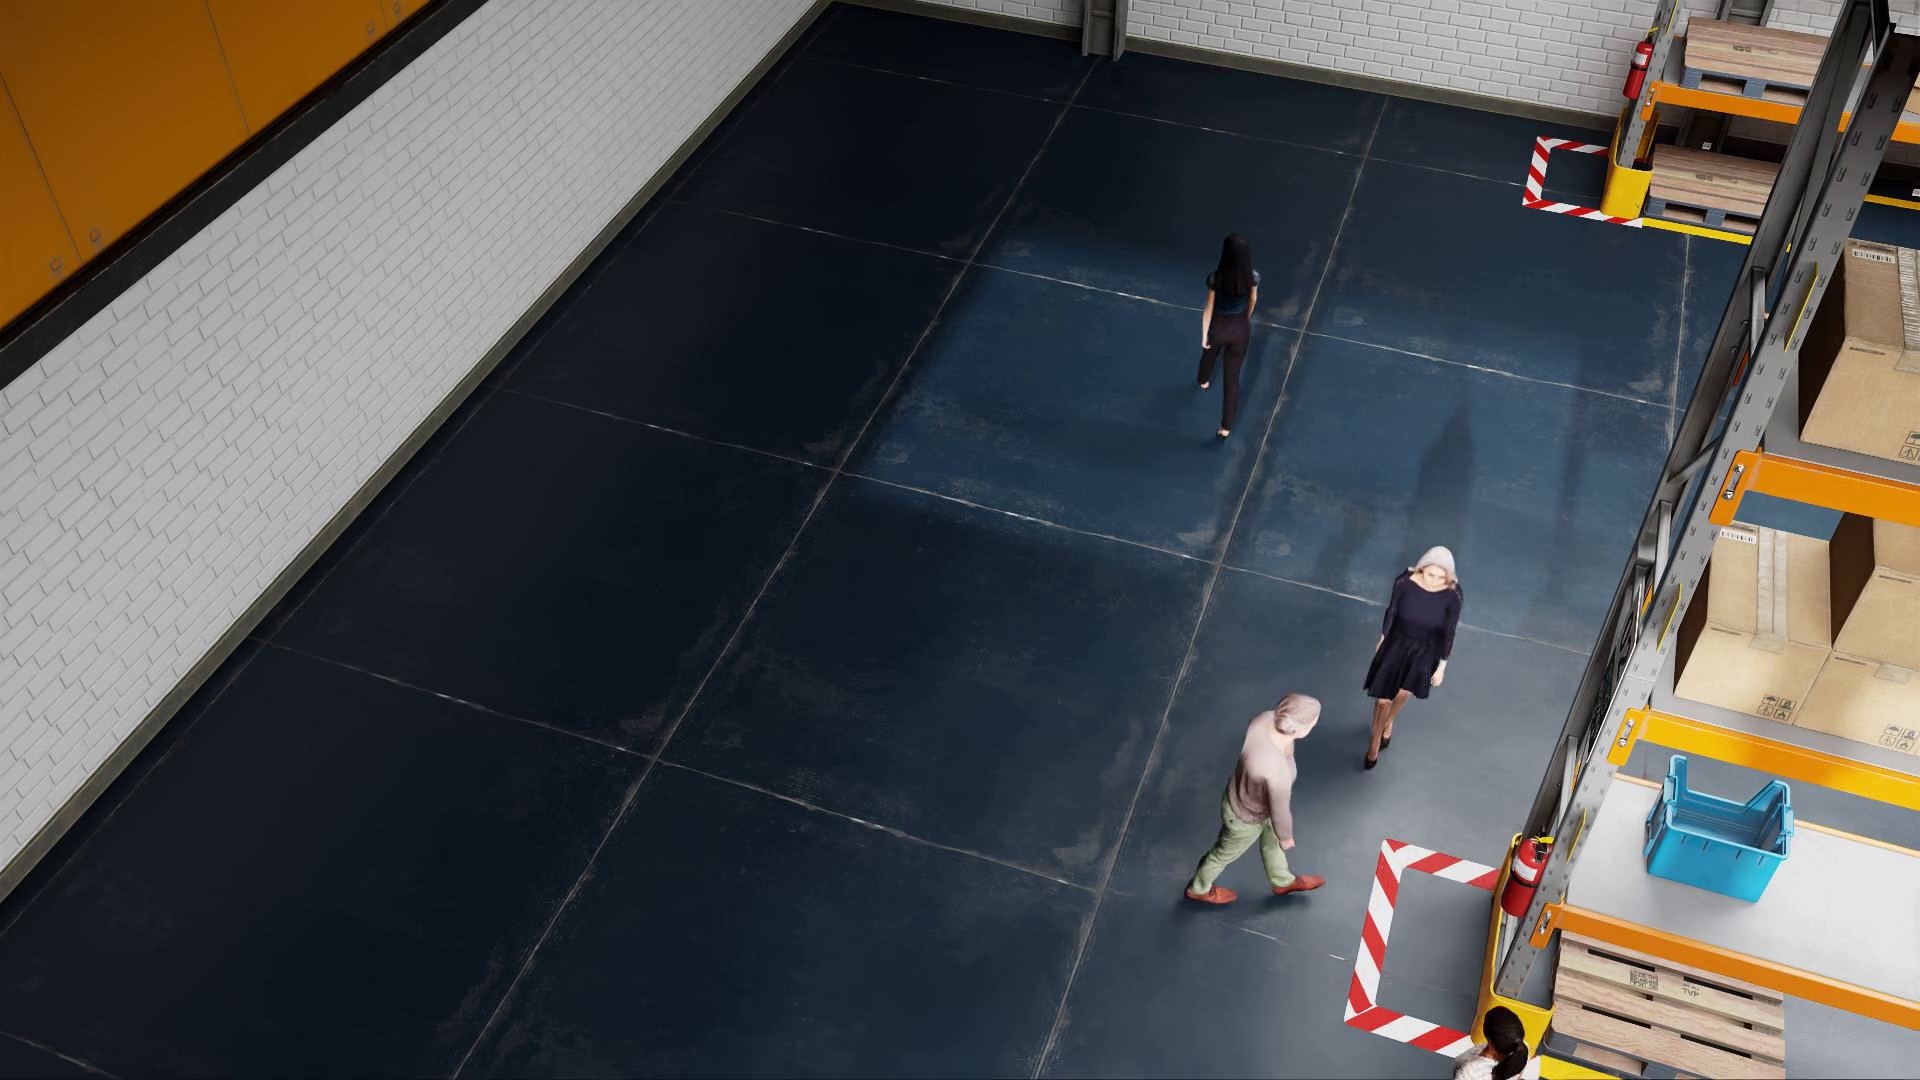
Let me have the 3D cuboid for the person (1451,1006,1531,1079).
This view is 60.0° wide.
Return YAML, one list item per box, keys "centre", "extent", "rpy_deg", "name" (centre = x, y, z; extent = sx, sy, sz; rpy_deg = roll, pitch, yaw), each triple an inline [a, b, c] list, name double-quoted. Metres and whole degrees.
- centre: [2.530, 2.828, 8.060]
  extent: [0.675, 1.632, 0.727]
  rpy_deg: [-22, 48, -21]
  name: "person"

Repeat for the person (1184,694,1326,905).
- centre: [1.538, 1.507, 9.308]
  extent: [1.149, 1.825, 0.890]
  rpy_deg: [1, 44, 1]
  name: "person"

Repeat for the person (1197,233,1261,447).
- centre: [2.037, -1.486, 12.545]
  extent: [1.098, 1.692, 0.880]
  rpy_deg: [0, 44, 0]
  name: "person"

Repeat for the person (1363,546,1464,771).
- centre: [2.794, 0.640, 10.281]
  extent: [0.636, 1.737, 0.687]
  rpy_deg: [11, 45, 11]
  name: "person"
